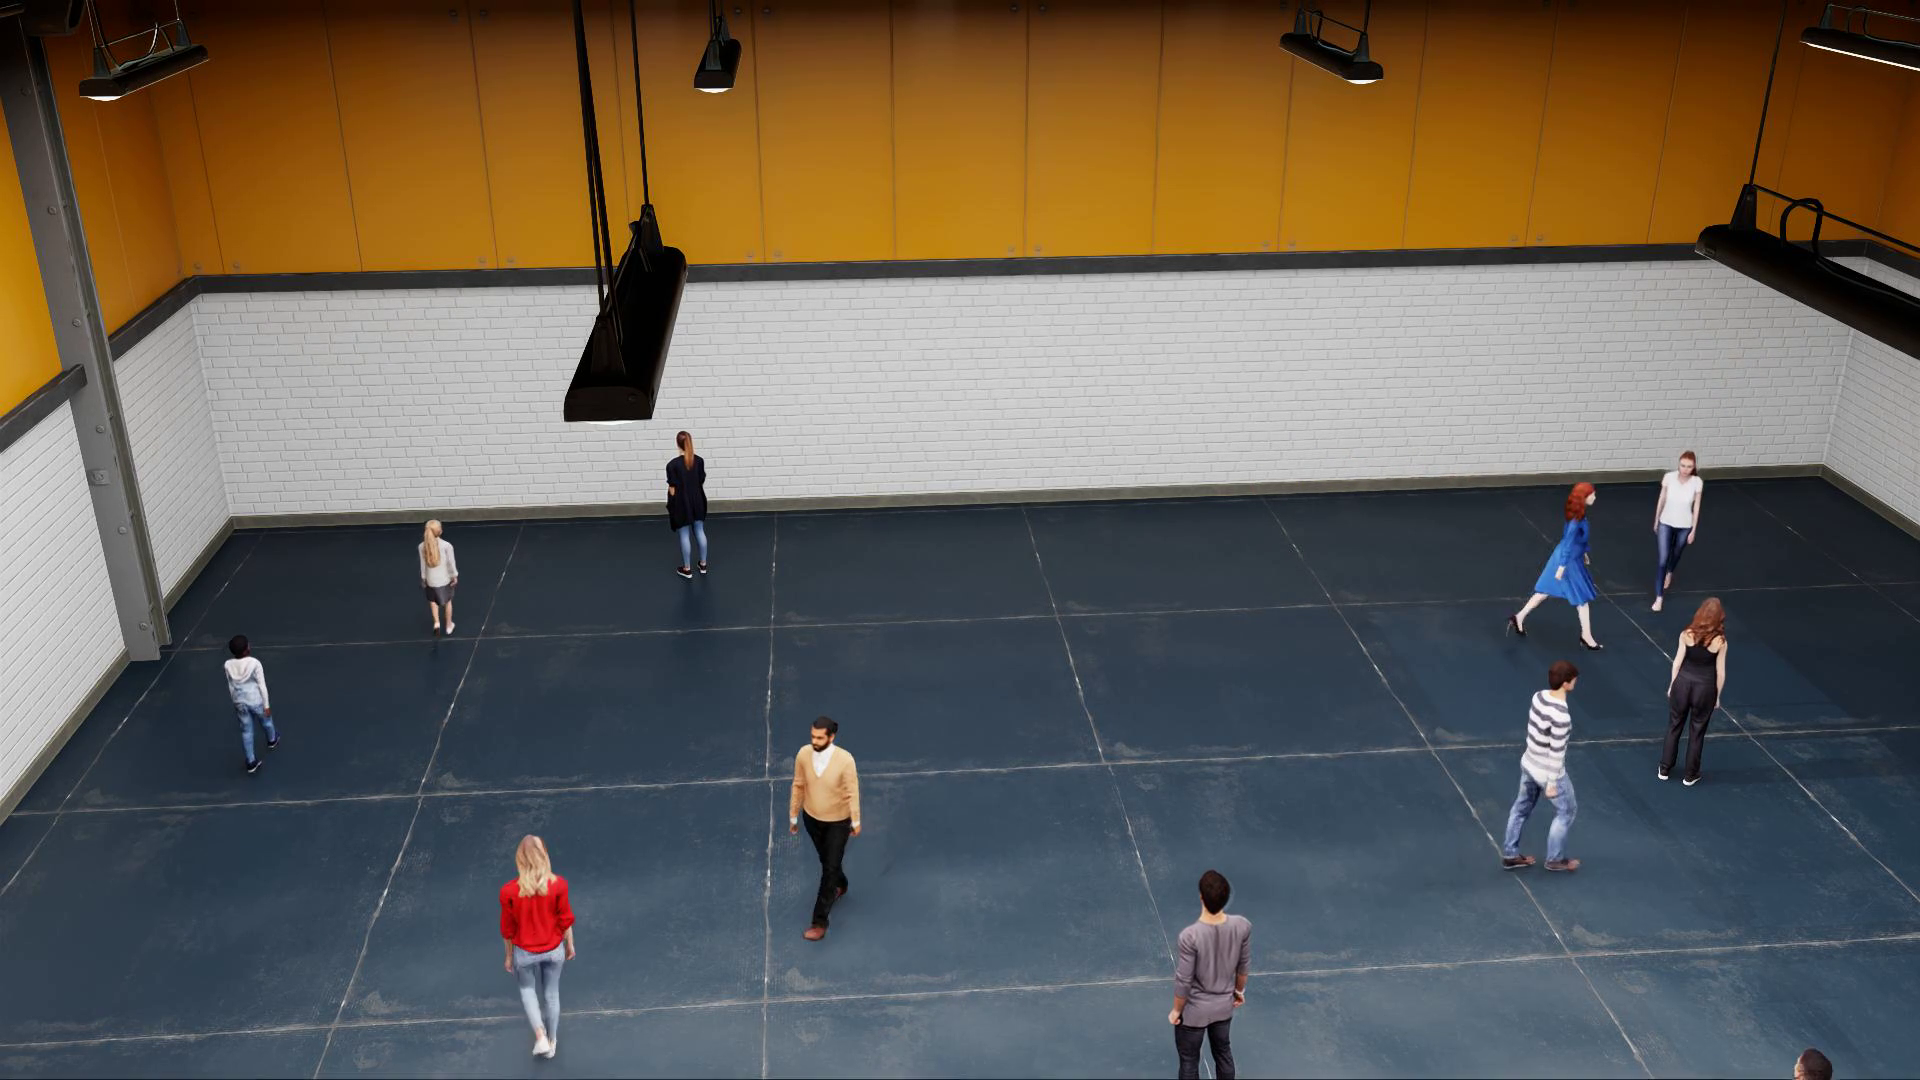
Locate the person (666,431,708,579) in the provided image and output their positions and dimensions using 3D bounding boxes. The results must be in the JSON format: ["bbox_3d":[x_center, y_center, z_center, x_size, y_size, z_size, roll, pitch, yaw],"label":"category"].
[{"bbox_3d":[-2.976,-0.403,18.231,0.714,1.684,0.717,-15,28,-30],"label":"person"}]

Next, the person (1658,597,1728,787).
[{"bbox_3d":[6.304,1.288,14.285,0.661,1.747,0.700,14,27,30],"label":"person"}]

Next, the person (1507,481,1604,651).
[{"bbox_3d":[5.958,0.255,16.606,0.958,1.779,1.164,7,25,16],"label":"person"}]

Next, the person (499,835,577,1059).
[{"bbox_3d":[-2.780,2.756,10.991,0.704,1.694,0.702,-7,25,-16],"label":"person"}]

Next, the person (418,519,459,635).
[{"bbox_3d":[-5.315,0.403,16.909,0.511,1.266,0.600,-2,24,-6],"label":"person"}]

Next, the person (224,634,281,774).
[{"bbox_3d":[-6.245,1.446,14.574,0.499,1.225,0.850,-2,24,-6],"label":"person"}]

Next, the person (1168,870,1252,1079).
[{"bbox_3d":[1.555,2.898,10.471,0.734,1.851,0.638,-9,25,-20],"label":"person"}]

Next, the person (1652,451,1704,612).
[{"bbox_3d":[7.601,-0.150,17.652,0.978,1.684,1.248,11,26,23],"label":"person"}]

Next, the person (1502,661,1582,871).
[{"bbox_3d":[4.481,1.799,13.010,0.769,1.832,0.772,-4,24,-9],"label":"person"}]

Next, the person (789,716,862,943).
[{"bbox_3d":[-0.964,2.075,12.528,1.050,1.711,1.213,11,26,24],"label":"person"}]
